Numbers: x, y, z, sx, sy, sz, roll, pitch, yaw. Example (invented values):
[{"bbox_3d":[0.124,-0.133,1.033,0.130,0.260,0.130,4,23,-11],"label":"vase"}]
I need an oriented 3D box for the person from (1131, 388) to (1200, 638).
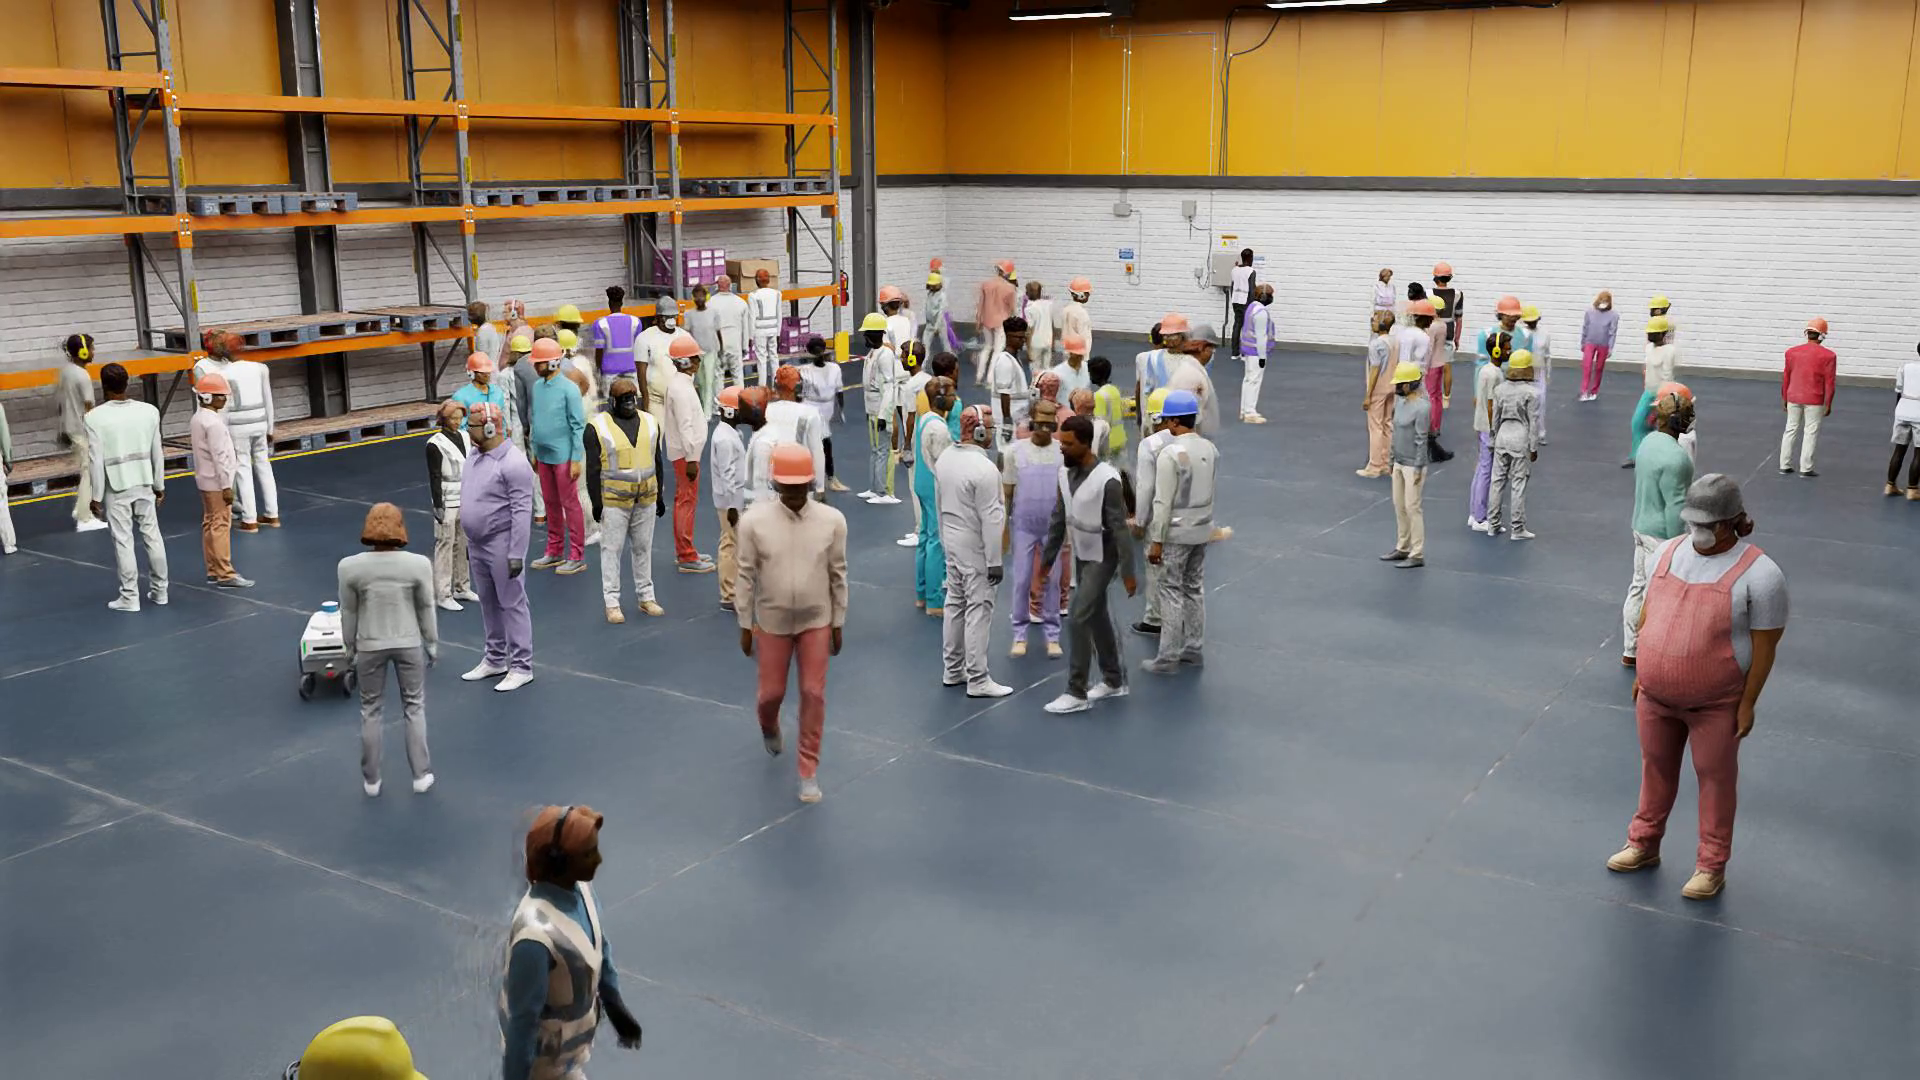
[{"bbox_3d":[1.486,-0.199,12.140,0.586,1.826,0.403,-10,16,-36],"label":"person"}]

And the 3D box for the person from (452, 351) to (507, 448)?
[{"bbox_3d":[-4.299,-0.835,15.057,0.333,1.749,0.575,8,15,31],"label":"person"}]

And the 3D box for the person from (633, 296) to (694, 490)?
[{"bbox_3d":[-3.047,-1.547,17.515,0.672,2.000,0.536,-10,16,-37],"label":"person"}]

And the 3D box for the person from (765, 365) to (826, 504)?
[{"bbox_3d":[-1.326,-0.434,13.024,0.584,1.885,0.345,4,13,15],"label":"person"}]

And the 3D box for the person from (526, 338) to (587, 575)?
[{"bbox_3d":[-3.400,-0.705,13.975,0.623,1.986,0.387,11,17,39],"label":"person"}]

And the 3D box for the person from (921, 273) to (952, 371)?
[{"bbox_3d":[-0.402,-3.332,26.052,0.488,1.673,0.969,11,17,40],"label":"person"}]

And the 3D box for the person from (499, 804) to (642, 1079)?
[{"bbox_3d":[-1.241,1.552,5.066,0.870,1.588,0.509,-1,13,-3],"label":"person"}]

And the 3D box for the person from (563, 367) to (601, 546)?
[{"bbox_3d":[-3.400,-0.778,15.118,0.425,1.621,0.607,0,13,-2],"label":"person"}]

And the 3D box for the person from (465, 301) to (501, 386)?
[{"bbox_3d":[-5.578,-1.904,19.541,0.465,1.818,0.542,-2,13,-7],"label":"person"}]

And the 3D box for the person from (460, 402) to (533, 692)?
[{"bbox_3d":[-3.070,0.038,10.942,0.642,1.907,0.410,11,17,41],"label":"person"}]

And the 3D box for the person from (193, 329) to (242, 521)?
[{"bbox_3d":[-7.158,-1.117,16.098,0.390,1.837,0.565,1,13,4],"label":"person"}]

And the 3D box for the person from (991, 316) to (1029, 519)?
[{"bbox_3d":[0.482,-1.196,16.159,0.368,1.963,0.609,2,13,7],"label":"person"}]

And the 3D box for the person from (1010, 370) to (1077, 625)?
[{"bbox_3d":[0.619,-0.320,12.491,0.409,1.908,0.647,11,17,40],"label":"person"}]

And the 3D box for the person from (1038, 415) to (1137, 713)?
[{"bbox_3d":[0.760,0.154,10.482,0.825,1.880,0.663,-7,15,-27],"label":"person"}]

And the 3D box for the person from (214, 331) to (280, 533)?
[{"bbox_3d":[-6.660,-1.008,15.519,0.348,1.881,0.584,7,15,29],"label":"person"}]

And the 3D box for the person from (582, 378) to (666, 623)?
[{"bbox_3d":[-2.506,-0.305,12.568,0.626,1.844,0.429,-10,16,-36],"label":"person"}]

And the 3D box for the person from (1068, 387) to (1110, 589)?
[{"bbox_3d":[0.983,-0.418,13.498,0.520,1.640,0.307,-6,14,-23],"label":"person"}]

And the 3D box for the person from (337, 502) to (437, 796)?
[{"bbox_3d":[-3.123,0.599,9.126,0.503,1.623,0.290,-4,14,-18],"label":"person"}]

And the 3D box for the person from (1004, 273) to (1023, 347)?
[{"bbox_3d":[0.763,-3.341,25.948,0.483,1.745,0.299,-5,14,-20],"label":"person"}]

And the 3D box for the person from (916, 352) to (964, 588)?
[{"bbox_3d":[-0.147,-0.568,13.544,0.390,1.917,0.587,-9,16,-34],"label":"person"}]

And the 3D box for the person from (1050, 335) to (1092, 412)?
[{"bbox_3d":[1.142,-1.260,17.030,0.586,1.695,0.956,-7,15,-29],"label":"person"}]

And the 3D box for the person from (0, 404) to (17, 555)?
[{"bbox_3d":[-8.556,-0.651,14.510,0.523,1.639,0.309,-10,16,-36],"label":"person"}]

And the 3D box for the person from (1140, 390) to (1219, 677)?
[{"bbox_3d":[1.495,-0.047,11.253,0.420,1.933,0.618,11,17,40],"label":"person"}]

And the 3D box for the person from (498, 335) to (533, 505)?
[{"bbox_3d":[-4.304,-1.156,16.475,0.297,1.744,0.487,12,18,42],"label":"person"}]

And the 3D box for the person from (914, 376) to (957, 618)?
[{"bbox_3d":[-0.175,-0.332,12.674,0.342,1.845,0.506,-4,13,-15],"label":"person"}]

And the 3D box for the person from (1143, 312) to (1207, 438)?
[{"bbox_3d":[2.000,-1.117,15.647,0.607,2.044,0.376,7,15,29],"label":"person"}]

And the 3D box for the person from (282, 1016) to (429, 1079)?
[{"bbox_3d":[-1.242,1.825,3.517,0.339,1.761,0.524,-1,13,-3],"label":"person"}]

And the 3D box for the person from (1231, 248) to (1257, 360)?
[{"bbox_3d":[4.897,-4.061,28.690,0.386,1.918,0.595,-8,15,-31],"label":"person"}]

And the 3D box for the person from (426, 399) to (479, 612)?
[{"bbox_3d":[-3.922,-0.280,12.900,0.313,1.639,0.523,4,14,16],"label":"person"}]

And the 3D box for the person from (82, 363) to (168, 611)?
[{"bbox_3d":[-6.418,-0.406,12.835,0.378,1.917,0.597,8,15,32],"label":"person"}]

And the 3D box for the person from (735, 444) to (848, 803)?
[{"bbox_3d":[-0.930,0.417,9.174,0.615,1.972,0.672,-3,13,-11],"label":"person"}]

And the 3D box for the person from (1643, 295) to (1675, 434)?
[{"bbox_3d":[8.804,-2.212,21.031,0.342,1.761,0.528,-2,13,-9],"label":"person"}]

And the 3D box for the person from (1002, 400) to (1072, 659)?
[{"bbox_3d":[0.552,-0.071,11.574,0.527,1.836,0.362,-1,13,-3],"label":"person"}]

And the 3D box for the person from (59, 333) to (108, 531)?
[{"bbox_3d":[-8.200,-1.003,15.574,0.541,1.850,0.429,12,17,41],"label":"person"}]

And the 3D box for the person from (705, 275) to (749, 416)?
[{"bbox_3d":[-3.187,-2.638,22.580,0.649,1.900,0.398,-6,14,-23],"label":"person"}]

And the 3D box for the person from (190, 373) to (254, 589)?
[{"bbox_3d":[-6.034,-0.484,13.539,0.332,1.750,0.562,-10,16,-37],"label":"person"}]

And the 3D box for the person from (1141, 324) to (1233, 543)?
[{"bbox_3d":[2.075,-0.984,15.075,0.956,2.000,0.706,0,13,-1],"label":"person"}]

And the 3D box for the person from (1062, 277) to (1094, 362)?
[{"bbox_3d":[1.473,-2.270,20.751,0.379,1.996,0.608,-5,14,-19],"label":"person"}]

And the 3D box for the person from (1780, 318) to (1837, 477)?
[{"bbox_3d":[9.299,-1.560,18.232,0.354,1.741,0.567,-10,16,-37],"label":"person"}]
